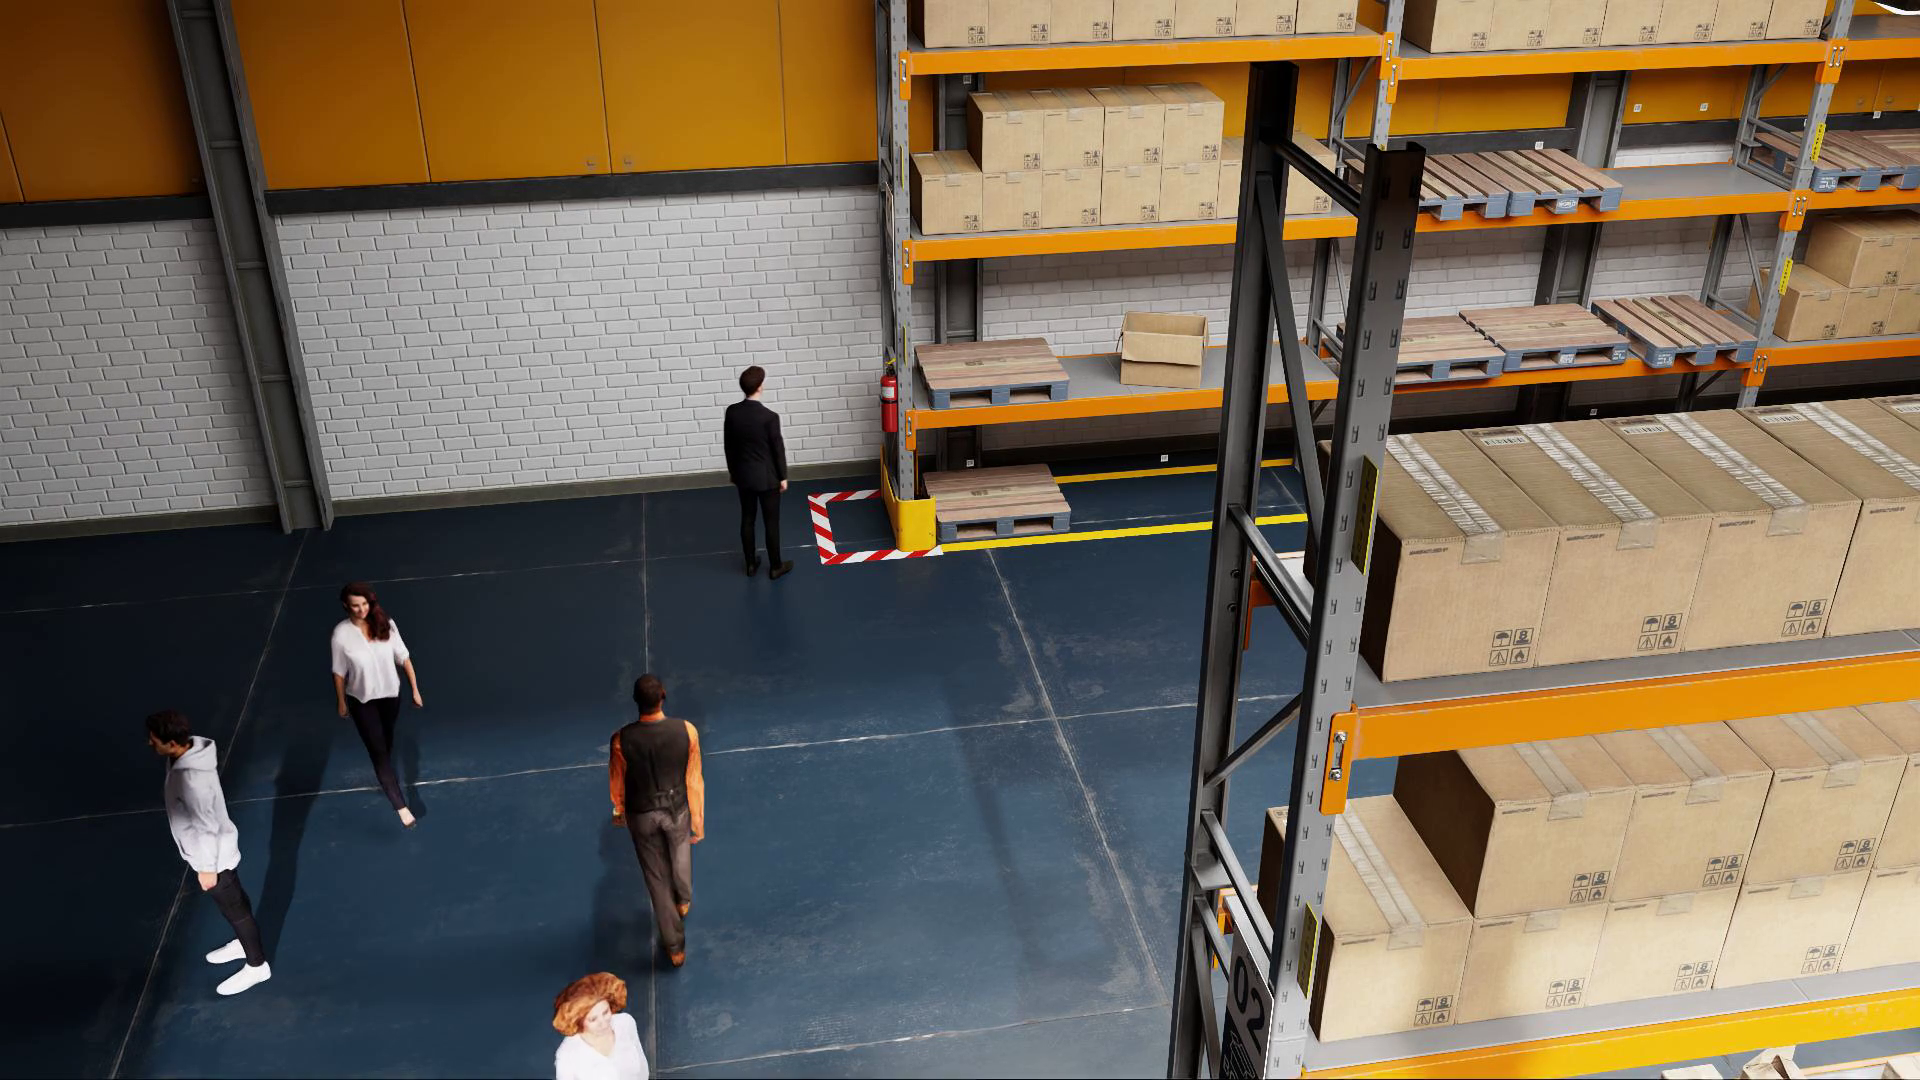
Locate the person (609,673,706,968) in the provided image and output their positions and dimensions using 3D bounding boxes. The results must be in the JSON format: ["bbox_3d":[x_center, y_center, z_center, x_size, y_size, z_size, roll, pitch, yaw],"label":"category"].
[{"bbox_3d":[-1.750,1.696,9.795,0.947,1.878,0.850,-10,30,-18],"label":"person"}]

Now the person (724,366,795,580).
[{"bbox_3d":[-1.698,-0.552,13.907,0.740,1.886,0.850,10,30,18],"label":"person"}]

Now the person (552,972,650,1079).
[{"bbox_3d":[-1.752,2.738,8.076,0.902,1.695,0.913,-20,35,-32],"label":"person"}]

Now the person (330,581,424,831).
[{"bbox_3d":[-3.948,1.036,11.148,1.149,1.741,1.063,-22,36,-35],"label":"person"}]

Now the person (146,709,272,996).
[{"bbox_3d":[-4.324,1.767,9.616,0.710,1.925,0.756,-17,33,-28],"label":"person"}]
